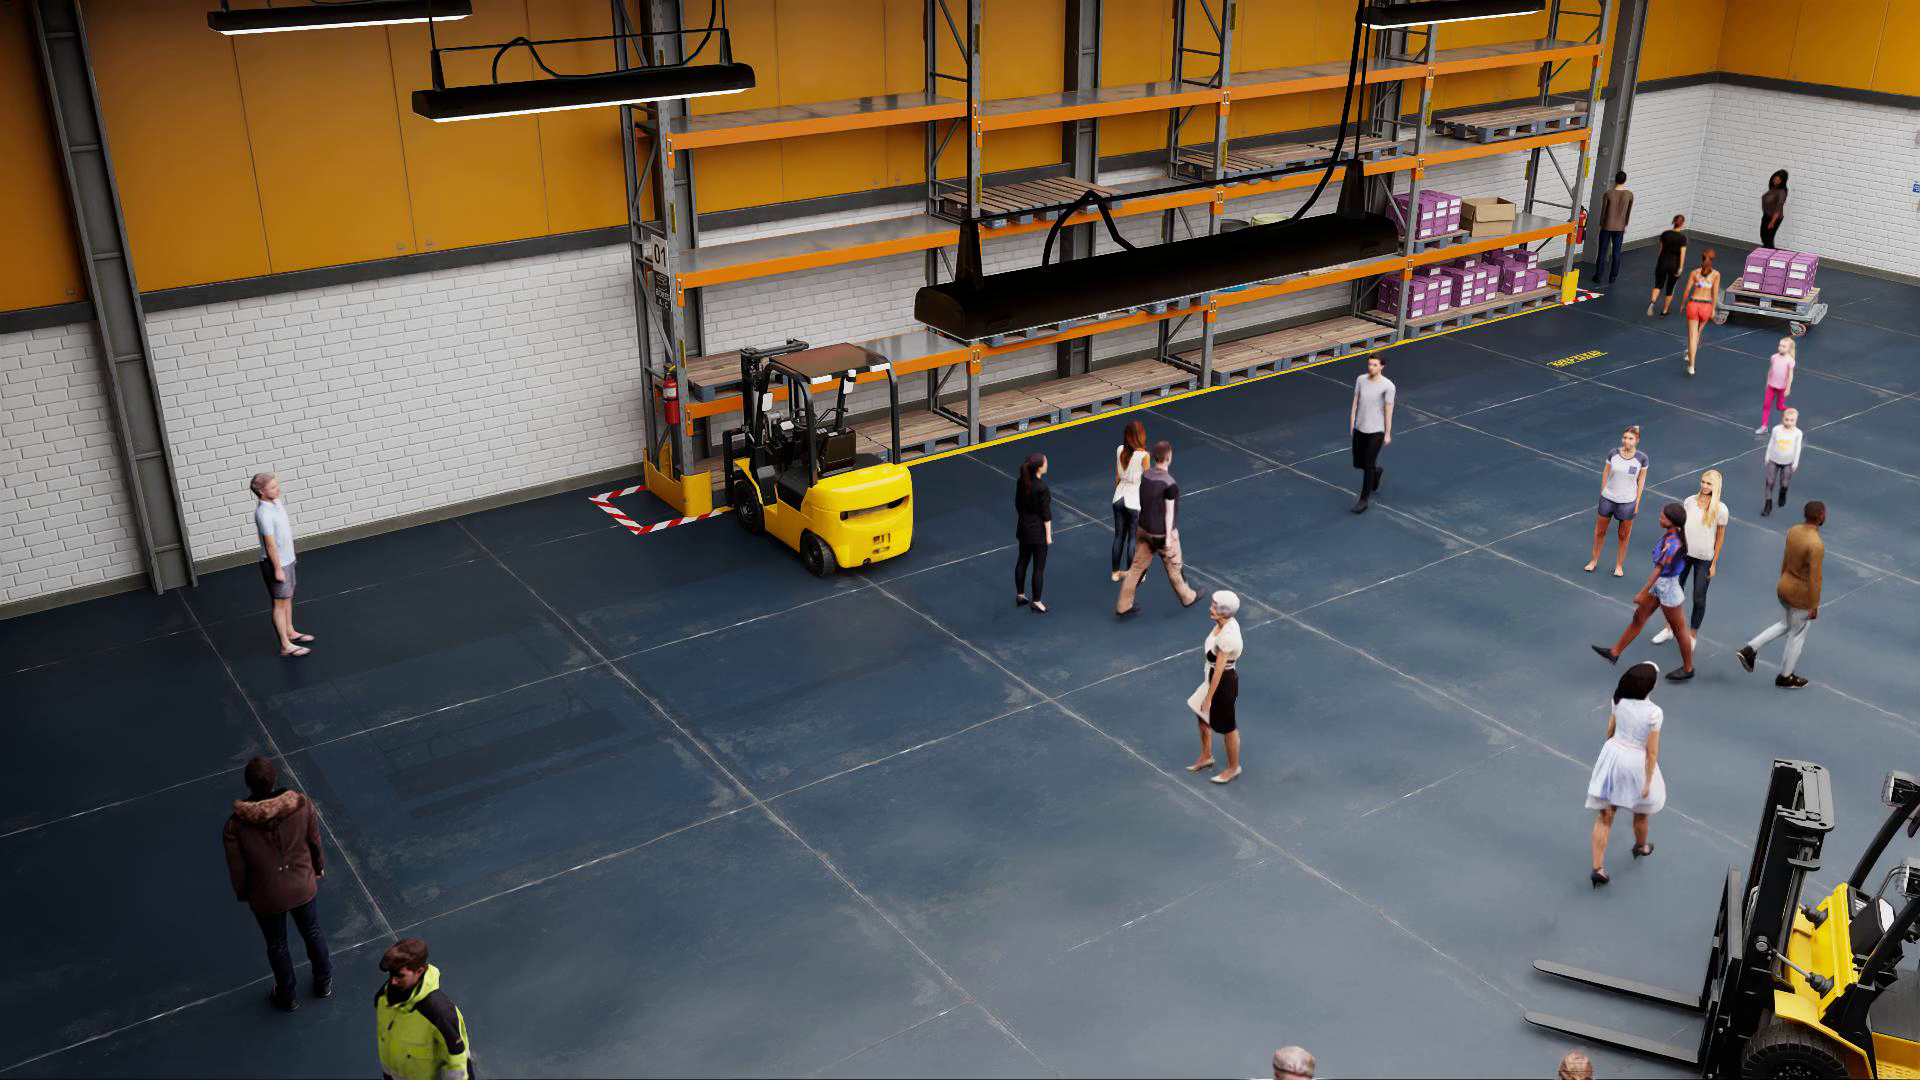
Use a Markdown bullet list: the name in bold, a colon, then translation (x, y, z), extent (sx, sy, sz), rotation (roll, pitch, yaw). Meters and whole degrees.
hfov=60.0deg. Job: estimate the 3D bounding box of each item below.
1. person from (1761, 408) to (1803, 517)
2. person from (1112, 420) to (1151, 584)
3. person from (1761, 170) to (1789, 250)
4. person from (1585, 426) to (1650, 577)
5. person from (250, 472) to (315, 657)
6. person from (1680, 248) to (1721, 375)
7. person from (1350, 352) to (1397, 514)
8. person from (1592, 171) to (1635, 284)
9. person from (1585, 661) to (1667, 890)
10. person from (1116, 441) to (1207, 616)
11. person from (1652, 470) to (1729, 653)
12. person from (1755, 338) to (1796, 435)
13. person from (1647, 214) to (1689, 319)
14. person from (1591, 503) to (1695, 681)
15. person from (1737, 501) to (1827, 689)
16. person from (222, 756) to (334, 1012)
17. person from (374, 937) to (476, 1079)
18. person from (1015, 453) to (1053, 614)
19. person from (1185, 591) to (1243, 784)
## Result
- **person**: translation (9.368, -0.914, 18.962), extent (0.643, 1.267, 0.774), rotation (14, 27, 29)
- **person**: translation (1.734, -0.378, 17.091), extent (0.628, 1.784, 0.604), rotation (18, 29, 36)
- **person**: translation (14.137, -5.552, 28.900), extent (0.956, 1.804, 0.895), rotation (8, 25, 18)
- **person**: translation (6.888, -0.420, 17.385), extent (0.669, 1.625, 0.677), rotation (12, 27, 26)
- **person**: translation (-6.455, 0.204, 15.698), extent (0.728, 1.833, 0.735), rotation (-3, 24, -8)
- **person**: translation (10.493, -3.215, 23.633), extent (1.066, 1.742, 1.189), rotation (6, 24, 14)
- **person**: translation (4.743, -1.261, 19.034), extent (0.797, 1.845, 1.066), rotation (21, 31, 39)
- **person**: translation (11.099, -5.316, 28.260), extent (0.710, 1.886, 0.789), rotation (2, 24, 5)
- **person**: translation (4.828, 1.763, 12.191), extent (1.060, 1.785, 0.691), rotation (-18, 30, -36)
- **person**: translation (1.850, -0.058, 16.355), extent (1.197, 1.786, 0.711), rotation (-14, 27, -29)
- **person**: translation (6.974, 0.182, 15.777), extent (0.553, 1.809, 0.623), rotation (-22, 32, -40)
- **person**: translation (10.583, -1.996, 21.449), extent (0.815, 1.257, 0.483), rotation (-16, 28, -32)
- **person**: translation (11.139, -4.298, 26.212), extent (0.719, 1.660, 0.922), rotation (20, 30, 38)
- **person**: translation (6.534, 0.514, 15.166), extent (1.092, 1.691, 1.156), rotation (7, 25, 16)
- **person**: translation (7.481, 0.503, 15.052), extent (1.017, 1.803, 0.909), rotation (-1, 24, -2)
- **person**: translation (-4.483, 2.261, 10.977), extent (0.589, 1.846, 0.808), rotation (-17, 29, -33)
- **person**: translation (-2.861, 2.989, 9.167), extent (1.050, 1.961, 1.207), rotation (13, 27, 27)
- **person**: translation (0.720, -0.077, 16.557), extent (0.558, 1.660, 0.614), rotation (-18, 30, -36)
- **person**: translation (2.223, 1.219, 13.494), extent (0.896, 1.738, 0.838), rotation (2, 24, 5)
